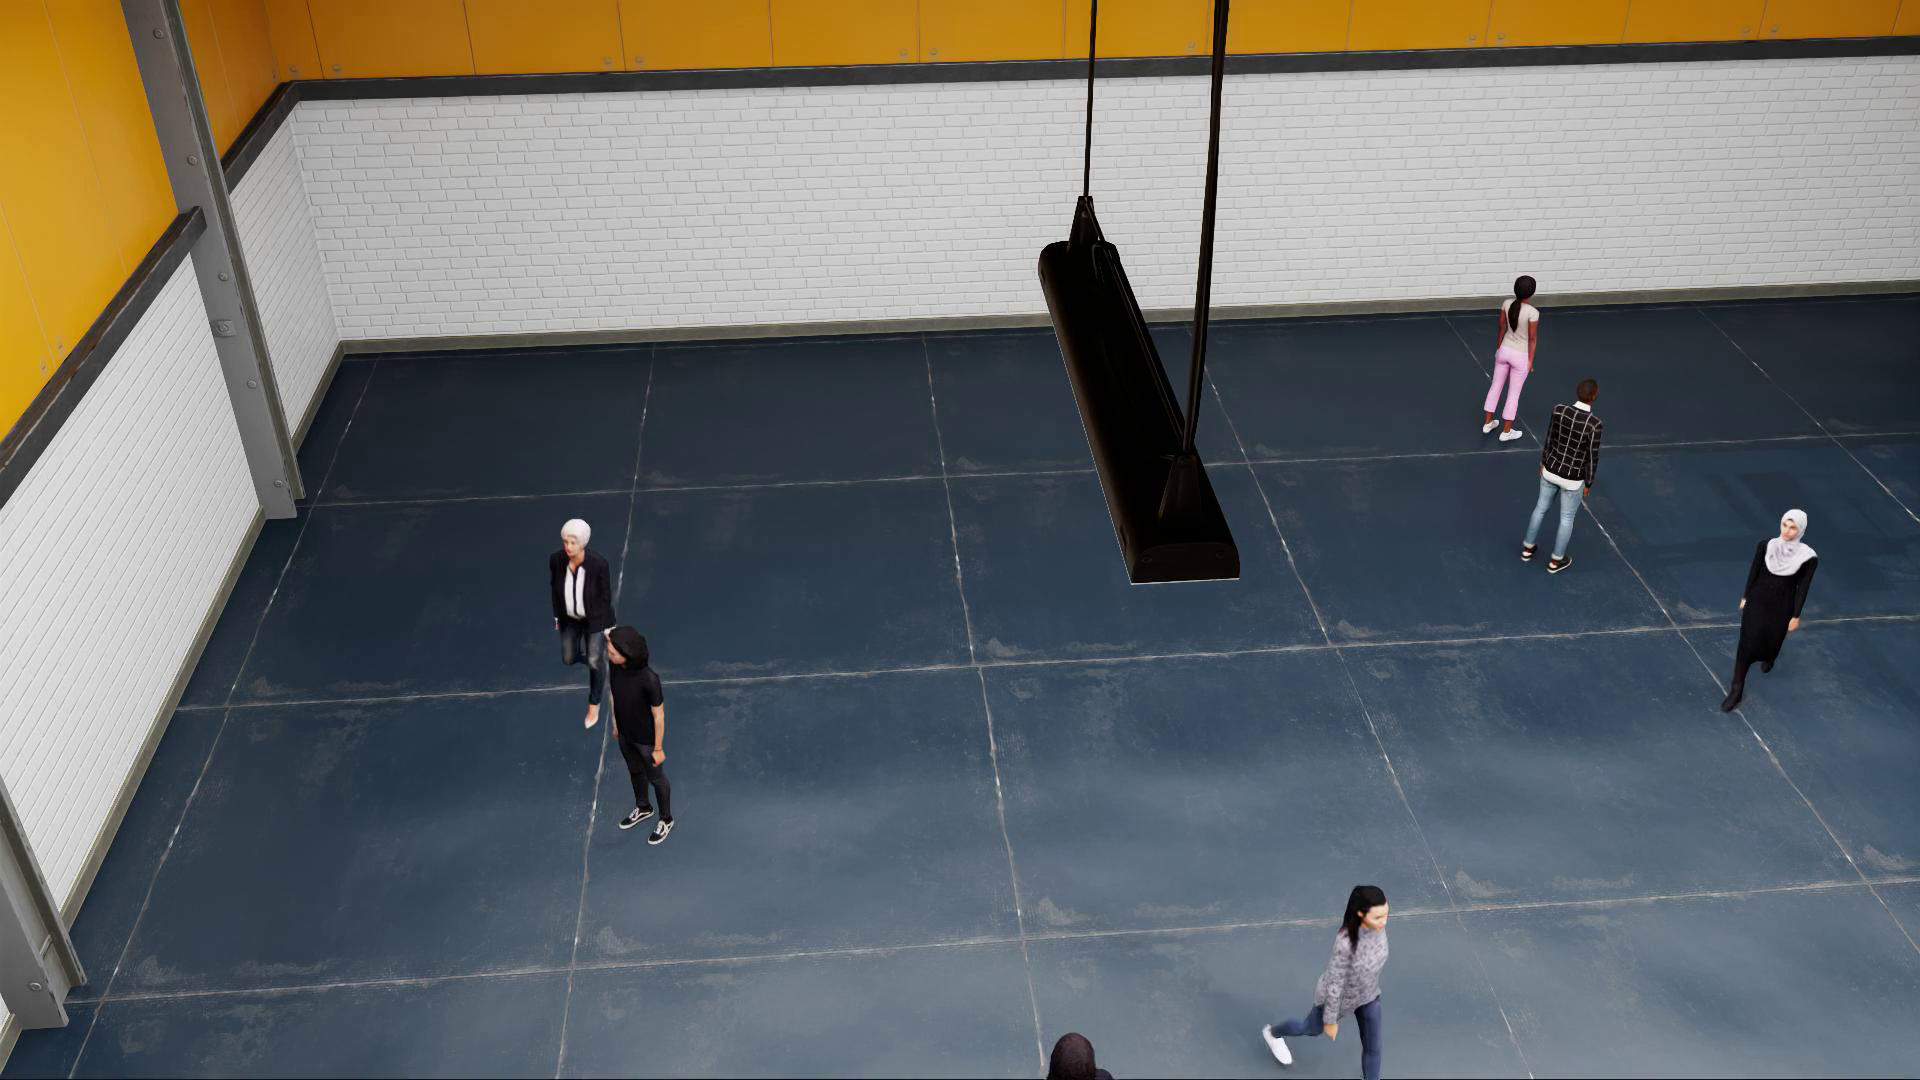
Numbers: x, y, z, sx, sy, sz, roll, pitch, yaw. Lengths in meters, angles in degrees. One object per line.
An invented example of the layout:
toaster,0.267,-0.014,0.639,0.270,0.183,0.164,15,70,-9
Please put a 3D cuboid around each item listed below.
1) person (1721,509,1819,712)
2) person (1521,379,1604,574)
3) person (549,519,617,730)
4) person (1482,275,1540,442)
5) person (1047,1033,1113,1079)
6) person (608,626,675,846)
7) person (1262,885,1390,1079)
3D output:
person,6.301,0.516,12.884,0.978,1.759,1.028,27,42,34
person,5.254,-0.576,14.474,0.798,1.816,0.713,-28,43,-35
person,-2.764,0.546,12.228,0.857,1.769,0.885,8,34,11
person,5.454,-1.808,16.396,0.709,1.741,0.613,-23,40,-30
person,0.635,3.298,8.843,0.903,1.599,0.996,-25,41,-32
person,-2.231,1.315,11.615,0.700,1.832,0.753,24,40,32
person,2.200,2.627,9.769,1.098,1.691,1.258,-25,41,-33
